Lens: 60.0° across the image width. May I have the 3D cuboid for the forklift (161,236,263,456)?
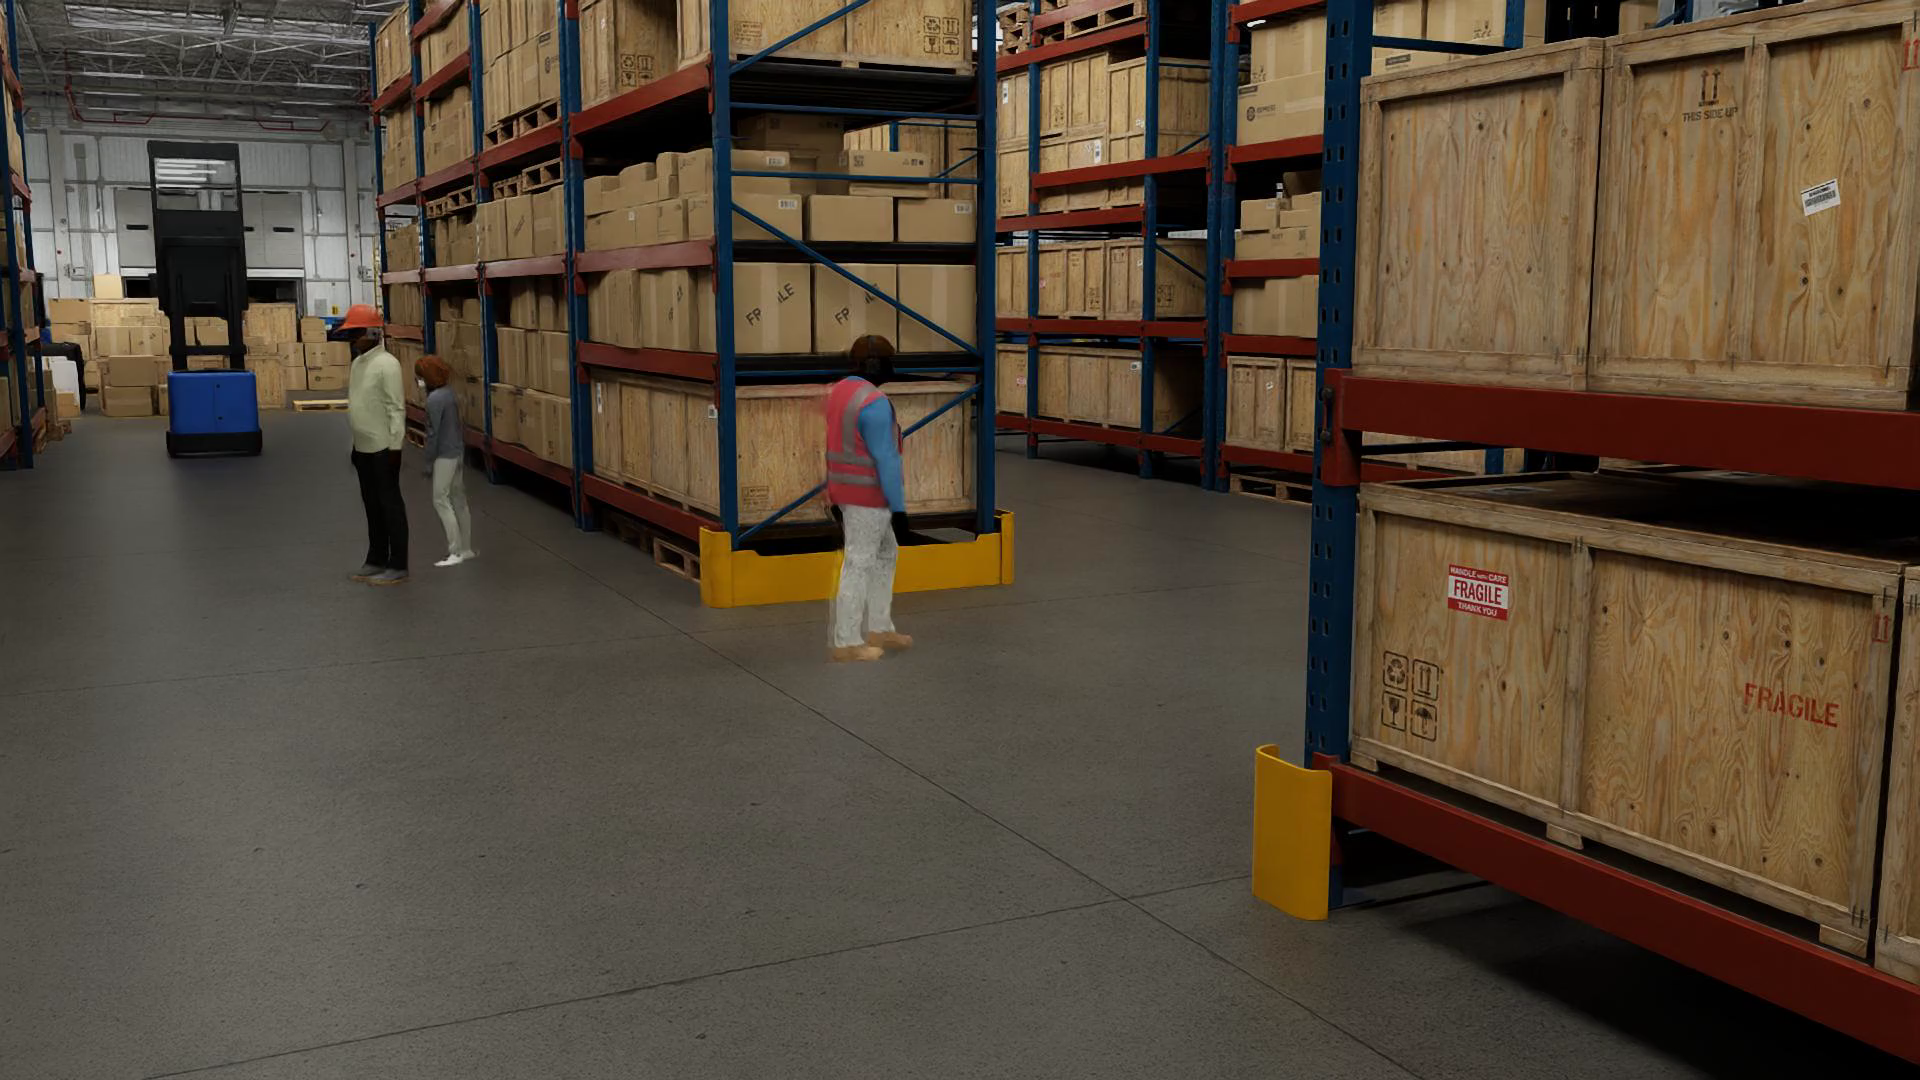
[{"bbox_3d":[-9.865,-2.569,21.800,1.129,2.768,1.873,-4,9,-26],"label":"forklift"}]

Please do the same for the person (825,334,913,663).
[{"bbox_3d":[-0.434,-0.227,9.274,0.681,1.819,0.664,-3,9,-22],"label":"person"}]

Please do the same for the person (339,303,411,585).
[{"bbox_3d":[-4.167,-0.679,11.814,0.622,1.990,0.401,8,11,43],"label":"person"}]

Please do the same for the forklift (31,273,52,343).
[{"bbox_3d":[-28.341,-6.758,50.689,1.873,2.768,1.129,4,9,24],"label":"forklift"}]

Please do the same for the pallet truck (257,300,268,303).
[{"bbox_3d":[-23.913,-7.404,58.171,1.885,1.965,0.823,-1,8,-9],"label":"pallet truck"}]

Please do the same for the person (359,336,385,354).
[{"bbox_3d":[-12.761,-4.130,36.114,1.055,1.853,0.594,-7,11,-42],"label":"person"}]

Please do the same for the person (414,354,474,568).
[{"bbox_3d":[-3.934,-0.616,12.695,0.325,1.611,0.647,0,8,0],"label":"person"}]

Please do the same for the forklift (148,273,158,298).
[{"bbox_3d":[-25.023,-7.020,52.496,1.873,2.768,1.129,6,10,35],"label":"forklift"}]
